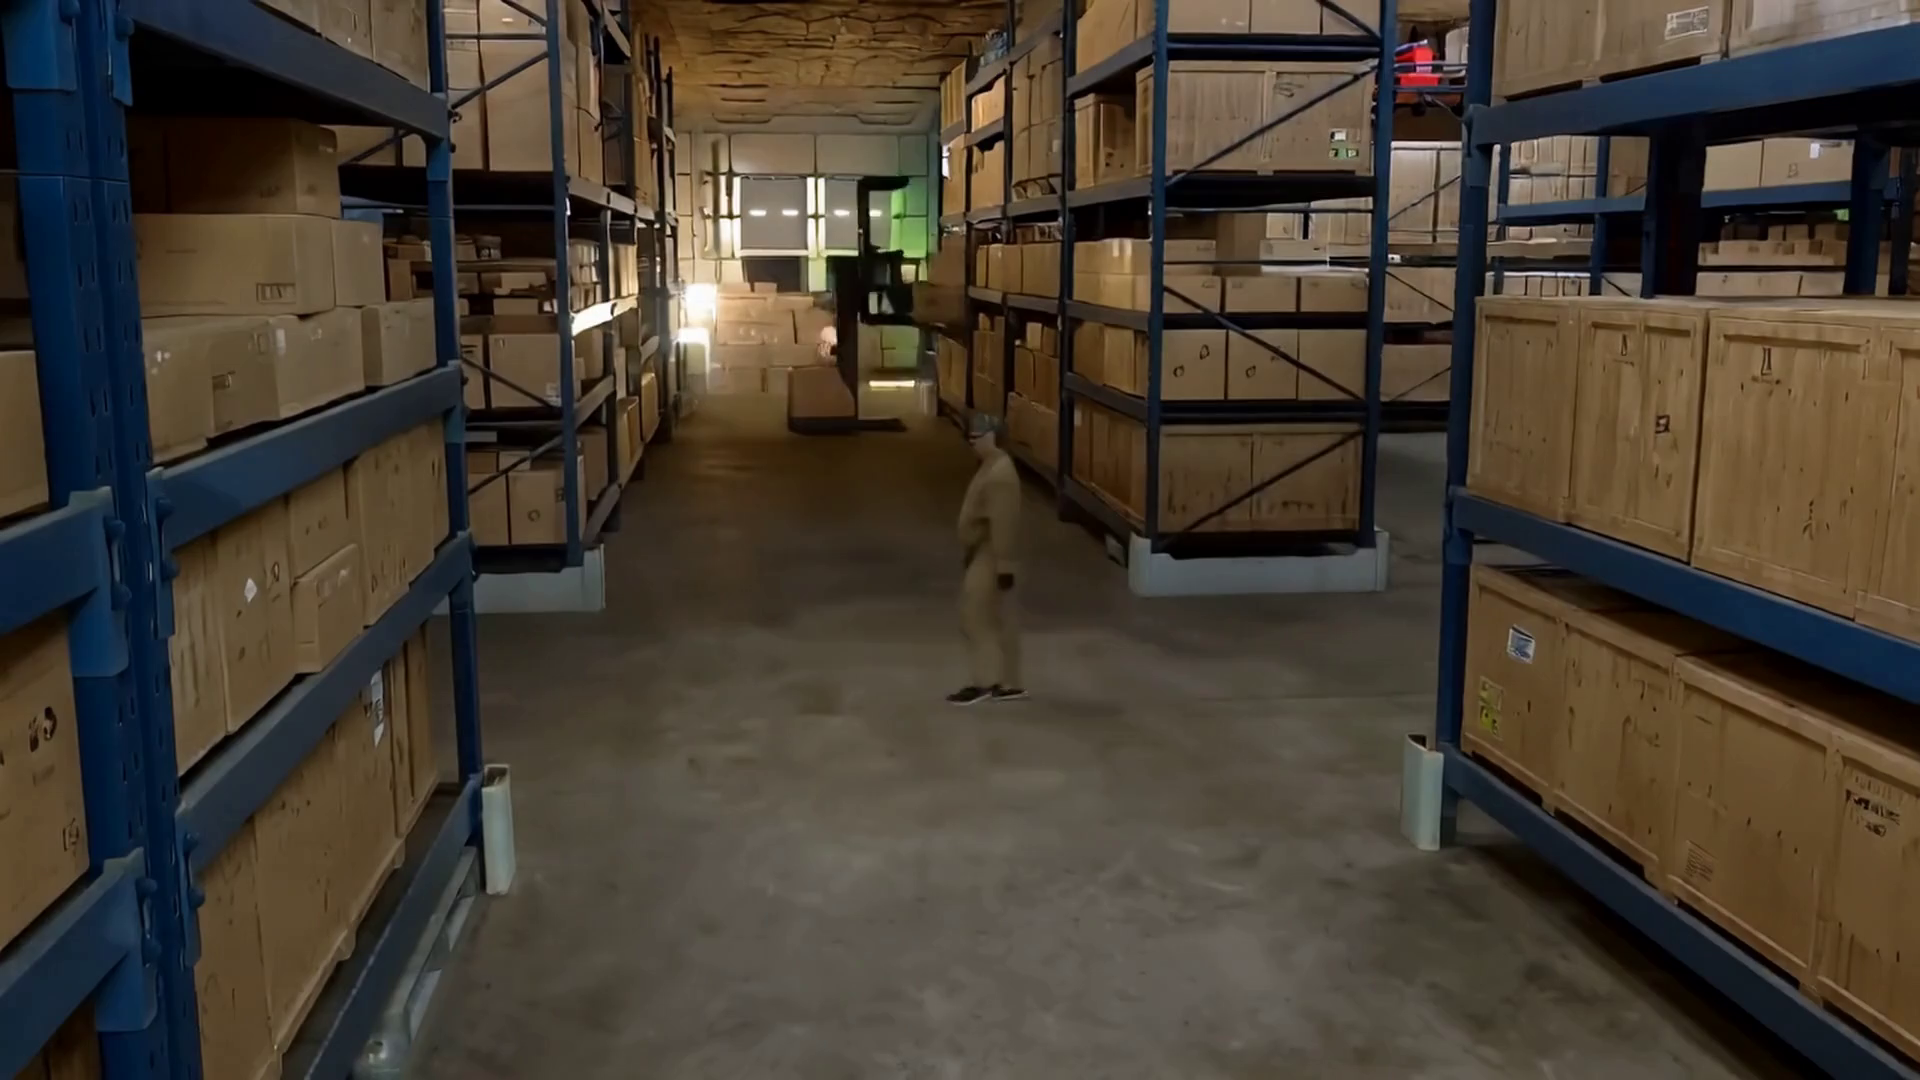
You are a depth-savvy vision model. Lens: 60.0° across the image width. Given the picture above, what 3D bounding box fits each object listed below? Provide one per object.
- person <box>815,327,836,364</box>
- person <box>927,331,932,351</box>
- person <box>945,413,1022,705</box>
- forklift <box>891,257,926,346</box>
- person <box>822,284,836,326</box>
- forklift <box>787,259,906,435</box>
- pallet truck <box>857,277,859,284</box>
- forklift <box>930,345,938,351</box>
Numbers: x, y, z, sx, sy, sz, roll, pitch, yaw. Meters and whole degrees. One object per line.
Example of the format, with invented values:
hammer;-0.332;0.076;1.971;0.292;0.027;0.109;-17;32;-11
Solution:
person;-2.266;-2.957;29.469;0.819;1.599;0.530;9;14;44
person;-0.716;-6.379;48.520;0.583;1.904;0.908;-4;11;-23
person;0.113;0.122;10.735;0.663;1.881;0.664;0;10;-1
forklift;-1.692;-7.555;52.548;1.129;2.768;1.873;-1;10;-7
person;-4.210;-7.455;54.739;0.638;1.932;0.362;-1;10;-7
forklift;-1.860;-3.149;26.901;1.873;2.768;1.129;-1;10;-7
pallet truck;-3.782;-9.391;65.808;1.885;1.965;0.823;2;10;10
forklift;0.327;-4.295;33.572;1.129;2.768;1.873;7;12;37
